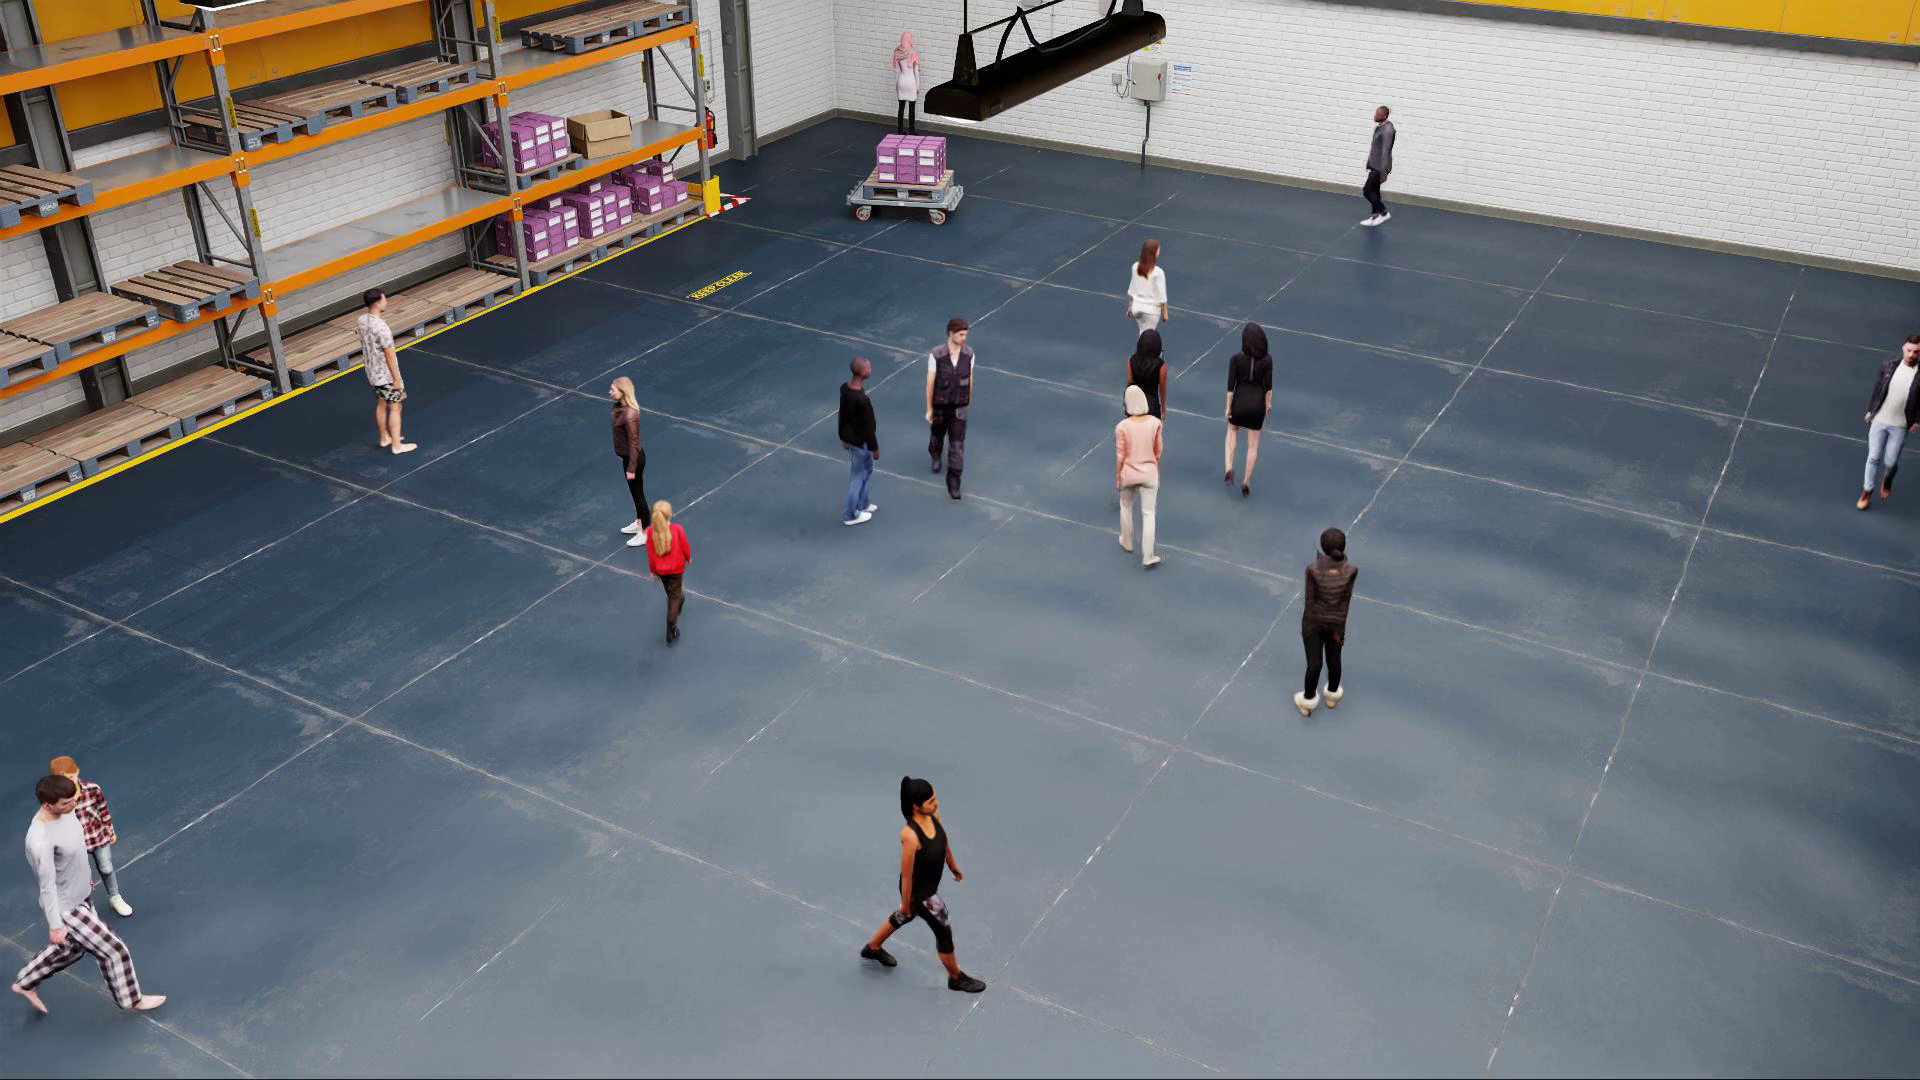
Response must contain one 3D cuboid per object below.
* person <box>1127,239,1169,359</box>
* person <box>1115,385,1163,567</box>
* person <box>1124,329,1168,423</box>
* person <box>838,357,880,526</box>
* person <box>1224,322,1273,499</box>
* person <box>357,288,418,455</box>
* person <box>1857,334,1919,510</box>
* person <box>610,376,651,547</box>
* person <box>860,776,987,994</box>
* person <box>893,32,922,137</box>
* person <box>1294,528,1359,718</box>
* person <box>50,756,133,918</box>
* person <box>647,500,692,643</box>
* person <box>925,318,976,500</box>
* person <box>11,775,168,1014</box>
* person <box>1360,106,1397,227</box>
[{"bbox_3d":[2.127,-2.647,19.298,0.772,1.668,0.987,25,37,38],"label":"person"},{"bbox_3d":[1.685,-0.581,15.482,0.882,1.695,0.981,-1,29,-2],"label":"person"},{"bbox_3d":[1.803,-1.239,16.675,0.644,1.708,1.172,19,34,31],"label":"person"},{"bbox_3d":[-1.066,-0.934,16.089,0.787,1.735,0.740,-15,32,-26],"label":"person"},{"bbox_3d":[2.880,-1.248,16.611,0.738,1.786,0.785,4,29,8],"label":"person"},{"bbox_3d":[-6.113,-1.788,17.575,0.709,1.811,0.629,22,36,35],"label":"person"},{"bbox_3d":[9.248,-1.203,16.488,0.722,1.824,0.794,21,35,34],"label":"person"},{"bbox_3d":[-3.114,-0.766,15.813,0.716,1.704,0.669,-9,30,-16],"label":"person"},{"bbox_3d":[-0.324,2.163,10.526,0.860,1.625,1.098,7,29,13],"label":"person"},{"bbox_3d":[-0.913,-7.842,28.682,0.669,1.803,0.651,8,30,15],"label":"person"},{"bbox_3d":[2.901,0.611,13.337,0.751,1.657,0.857,6,29,11],"label":"person"},{"bbox_3d":[-5.878,1.997,11.163,0.549,1.305,0.653,-23,36,-35],"label":"person"},{"bbox_3d":[-2.514,0.284,14.365,0.710,1.247,0.969,4,29,7],"label":"person"},{"bbox_3d":[-0.137,-1.399,16.864,1.162,1.809,1.294,-3,29,-5],"label":"person"},{"bbox_3d":[-5.580,2.227,10.232,1.199,1.794,1.175,-5,29,-9],"label":"person"},{"bbox_3d":[6.217,-5.437,24.276,0.898,1.800,0.766,5,29,9],"label":"person"}]
